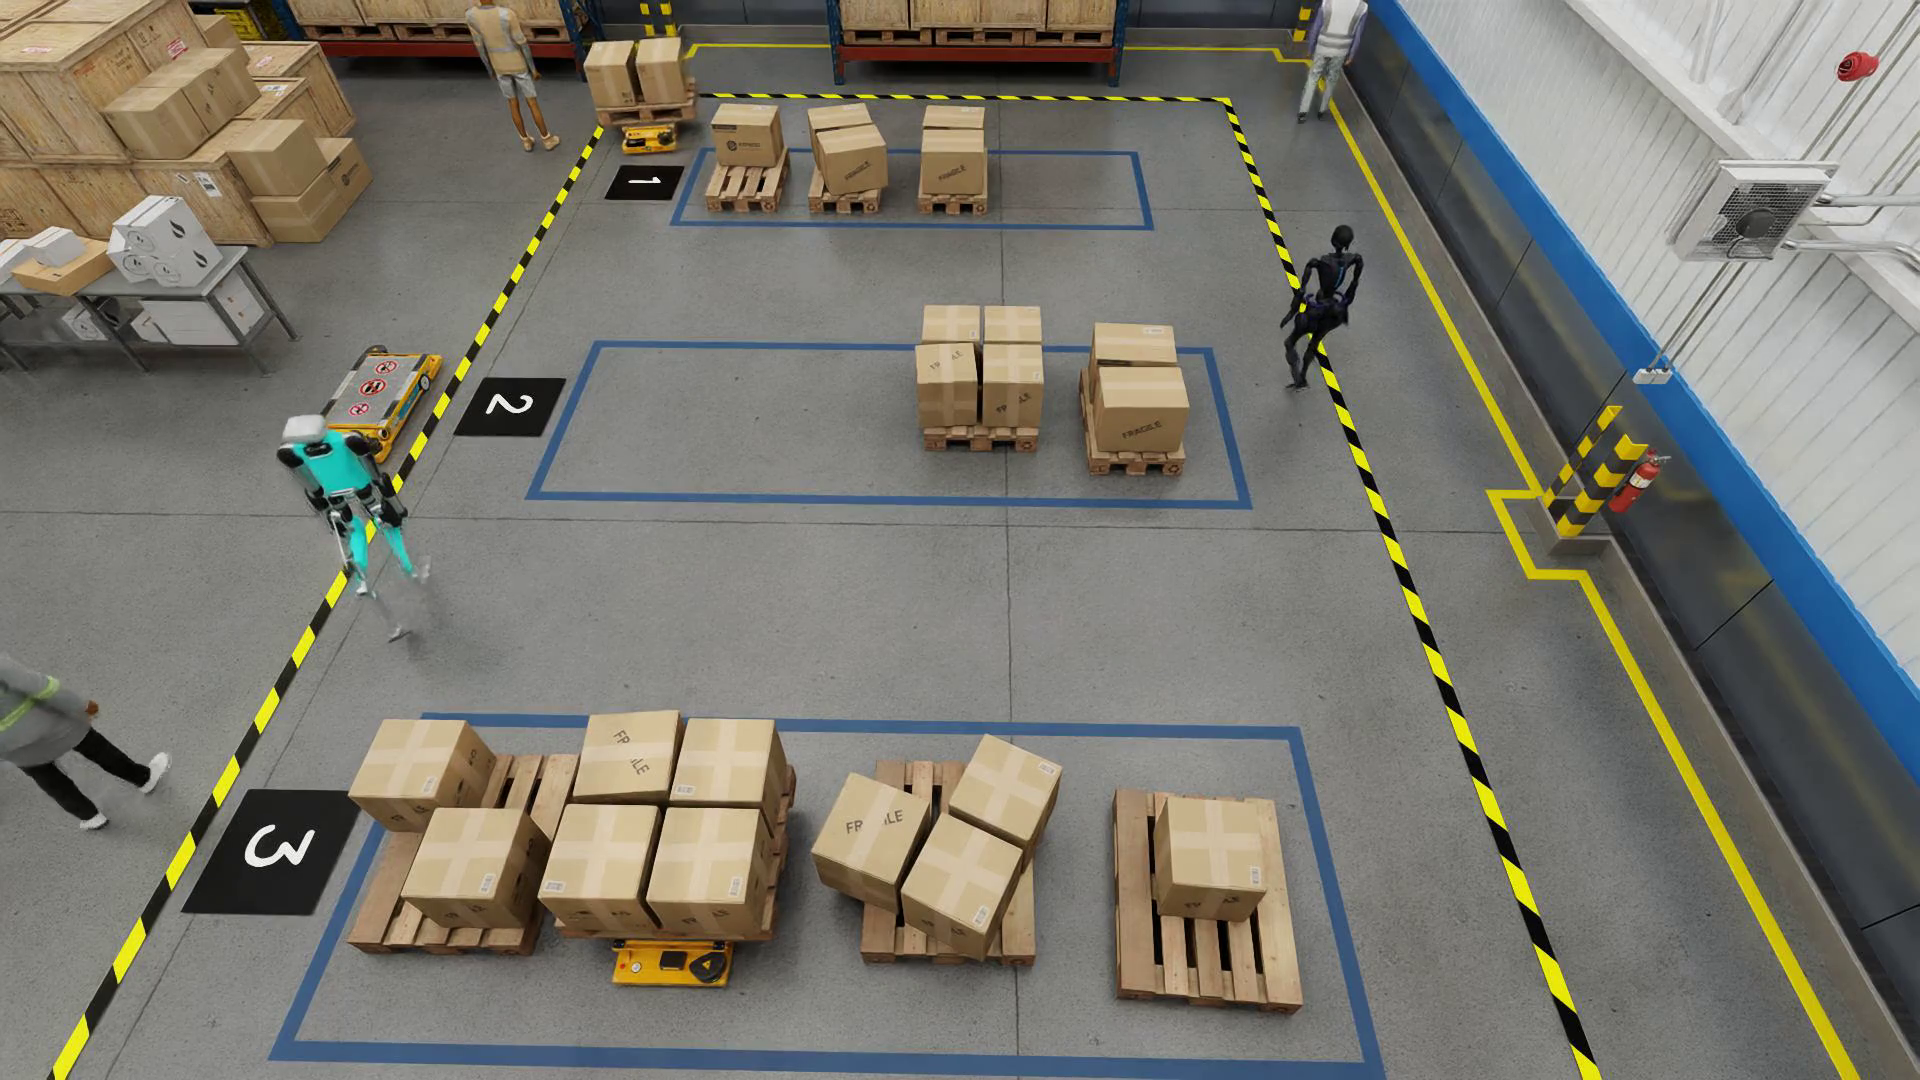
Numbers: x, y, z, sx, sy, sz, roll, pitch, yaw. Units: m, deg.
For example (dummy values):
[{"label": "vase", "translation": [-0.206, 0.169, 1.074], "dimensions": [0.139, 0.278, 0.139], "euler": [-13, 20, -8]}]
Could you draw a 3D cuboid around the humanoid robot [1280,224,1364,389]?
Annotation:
[{"label": "humanoid robot", "translation": [3.228, -2.011, 8.145], "dimensions": [0.616, 1.639, 0.419], "euler": [-7, 50, -6]}]

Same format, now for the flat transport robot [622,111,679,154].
[{"label": "flat transport robot", "translation": [-4.035, -5.520, 12.020], "dimensions": [0.652, 0.197, 1.431], "euler": [-6, 50, -5]}]

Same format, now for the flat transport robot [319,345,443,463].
[{"label": "flat transport robot", "translation": [-5.383, -1.269, 8.441], "dimensions": [0.659, 0.231, 1.431], "euler": [1, 50, 1]}]

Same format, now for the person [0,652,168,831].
[{"label": "person", "translation": [-5.512, 1.126, 5.395], "dimensions": [0.637, 1.833, 0.486], "euler": [-26, 55, -20]}]

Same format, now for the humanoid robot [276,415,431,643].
[{"label": "humanoid robot", "translation": [-4.181, 0.033, 6.427], "dimensions": [0.530, 1.785, 1.053], "euler": [-13, 51, -10]}]

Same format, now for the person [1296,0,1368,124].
[{"label": "person", "translation": [4.715, -6.220, 11.627], "dimensions": [0.613, 1.811, 0.716], "euler": [14, 51, 11]}]

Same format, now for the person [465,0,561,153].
[{"label": "person", "translation": [-5.415, -5.717, 11.042], "dimensions": [0.604, 2.046, 0.373], "euler": [-1, 50, -1]}]

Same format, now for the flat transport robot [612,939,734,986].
[{"label": "flat transport robot", "translation": [-1.659, 1.971, 5.681], "dimensions": [0.652, 0.197, 1.431], "euler": [1, 50, 1]}]
